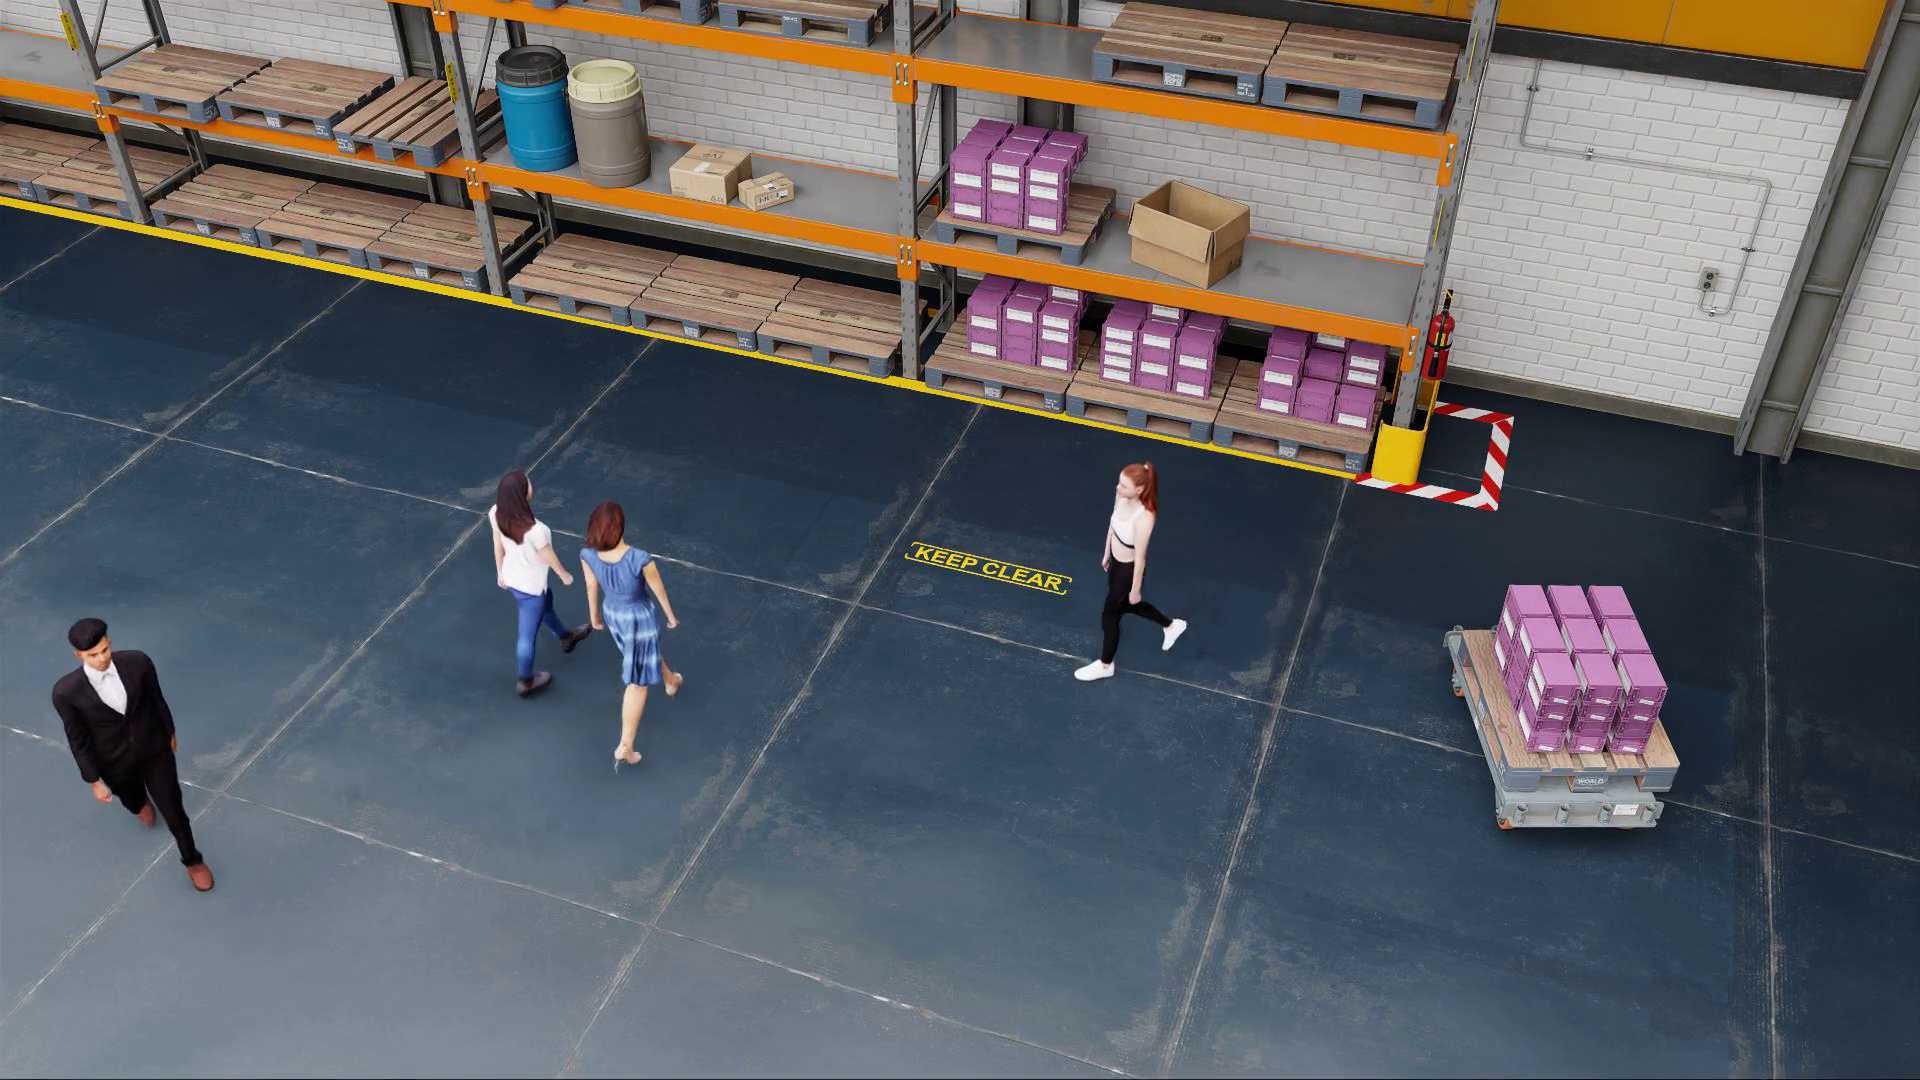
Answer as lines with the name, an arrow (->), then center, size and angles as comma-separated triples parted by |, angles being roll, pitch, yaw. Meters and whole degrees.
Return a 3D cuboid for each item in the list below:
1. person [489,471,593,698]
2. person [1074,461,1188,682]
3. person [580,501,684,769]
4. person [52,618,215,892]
person -> -2.789, 0.342, 10.493 | 0.959, 1.658, 0.877 | 30, 47, 32
person -> 1.140, 0.194, 10.625 | 1.086, 1.725, 0.928 | -9, 39, -11
person -> -2.019, 0.606, 10.086 | 1.072, 1.754, 0.741 | 14, 41, 17
person -> -4.684, 1.141, 9.336 | 1.092, 1.855, 1.267 | -26, 46, -29
